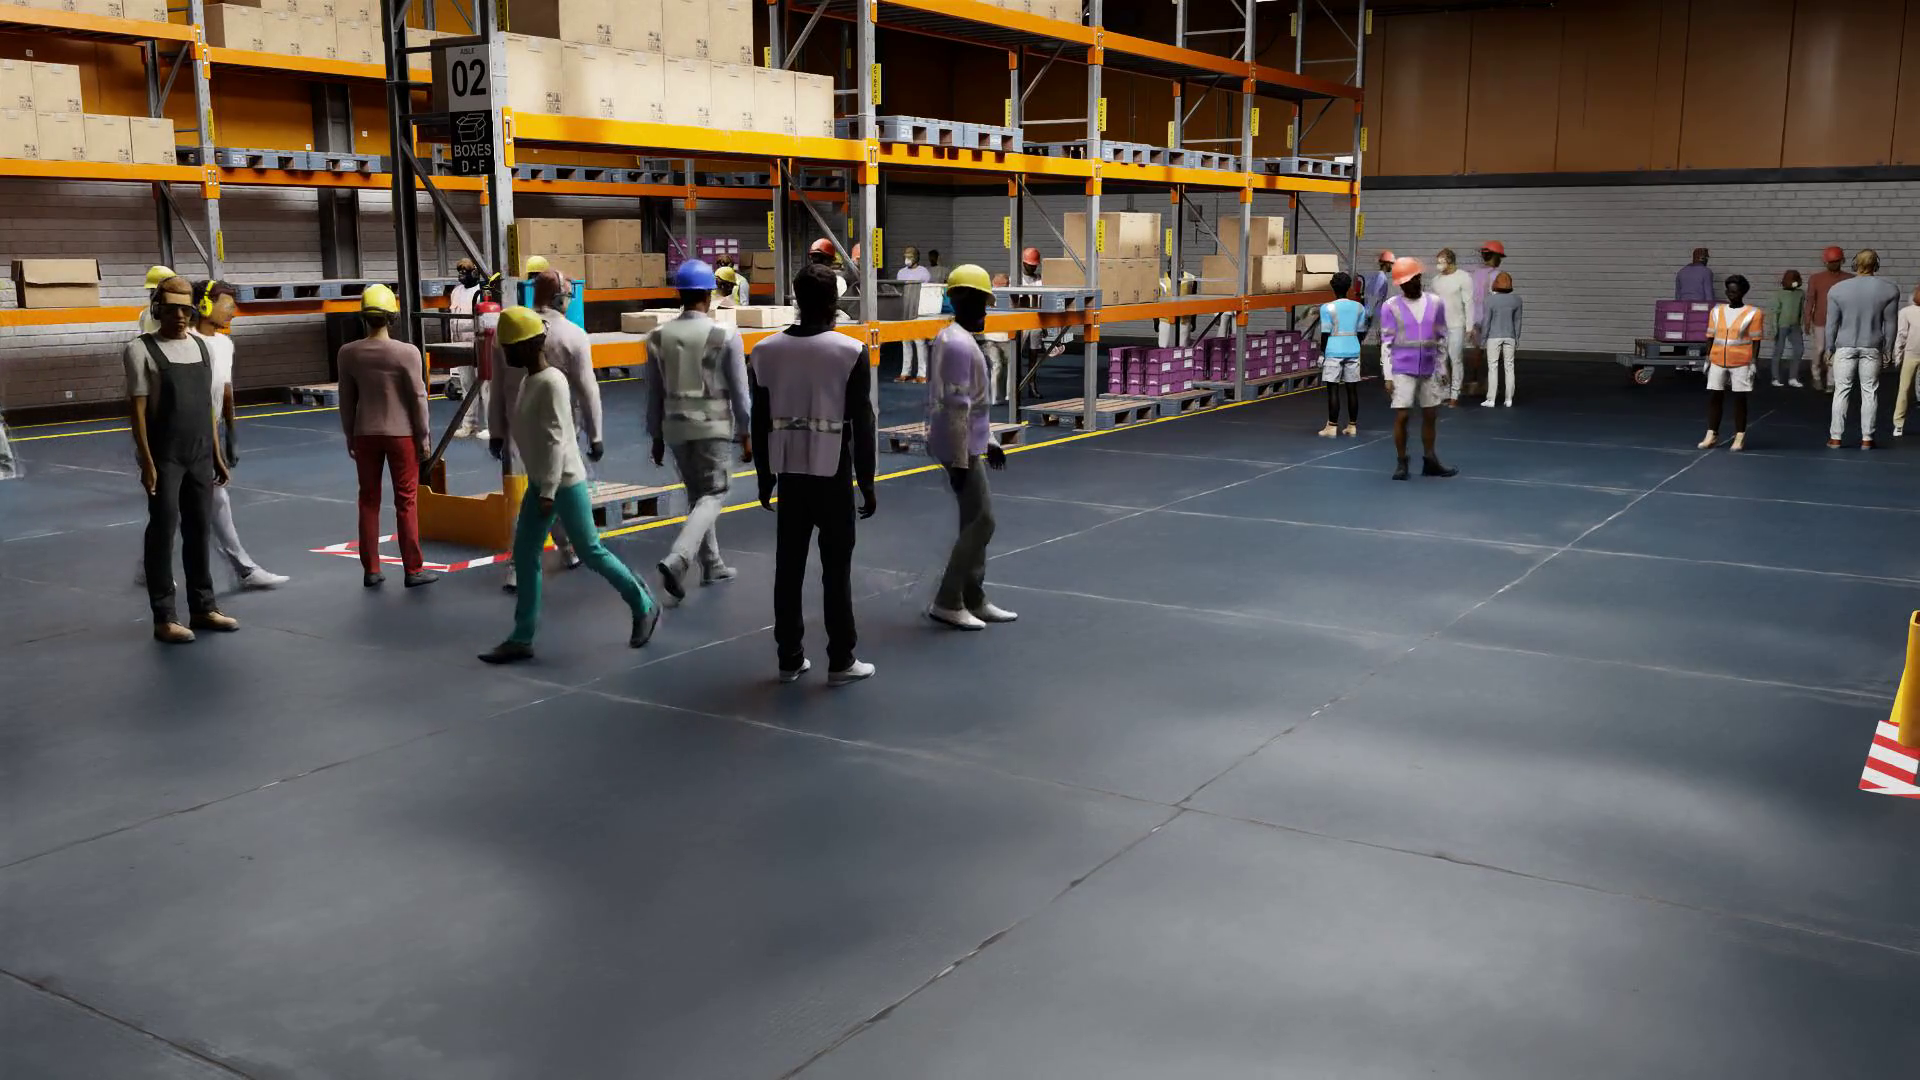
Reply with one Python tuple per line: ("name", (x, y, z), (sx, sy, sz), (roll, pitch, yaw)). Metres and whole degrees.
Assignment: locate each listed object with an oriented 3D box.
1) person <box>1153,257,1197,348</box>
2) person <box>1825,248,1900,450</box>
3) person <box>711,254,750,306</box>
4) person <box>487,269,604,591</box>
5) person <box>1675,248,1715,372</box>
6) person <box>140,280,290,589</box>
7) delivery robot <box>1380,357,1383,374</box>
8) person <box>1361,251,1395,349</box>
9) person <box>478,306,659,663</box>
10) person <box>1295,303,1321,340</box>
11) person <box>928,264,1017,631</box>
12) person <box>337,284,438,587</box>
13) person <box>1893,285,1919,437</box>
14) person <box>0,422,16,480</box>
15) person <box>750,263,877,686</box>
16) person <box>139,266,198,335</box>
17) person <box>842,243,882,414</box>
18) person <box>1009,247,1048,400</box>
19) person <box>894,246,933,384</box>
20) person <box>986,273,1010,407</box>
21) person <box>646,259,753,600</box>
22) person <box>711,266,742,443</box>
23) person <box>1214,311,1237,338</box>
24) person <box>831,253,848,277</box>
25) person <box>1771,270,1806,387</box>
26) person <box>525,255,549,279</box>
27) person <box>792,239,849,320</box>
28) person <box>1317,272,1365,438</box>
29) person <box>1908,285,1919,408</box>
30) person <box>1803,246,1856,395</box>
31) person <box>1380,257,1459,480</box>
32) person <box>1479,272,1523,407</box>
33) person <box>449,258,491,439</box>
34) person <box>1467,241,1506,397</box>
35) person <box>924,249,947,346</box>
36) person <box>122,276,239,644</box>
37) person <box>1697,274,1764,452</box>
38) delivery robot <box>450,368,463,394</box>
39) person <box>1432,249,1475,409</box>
("person", (2.988, -3.049, 23.107), (0.628, 1.837, 0.429), (0, 10, 0))
("person", (8.706, -1.839, 16.107), (0.631, 1.940, 0.372), (5, 11, 26))
("person", (-3.048, -2.802, 21.706), (0.621, 1.845, 0.429), (5, 11, 26))
("person", (-2.397, -0.657, 9.805), (0.665, 1.846, 1.023), (4, 11, 23))
("person", (11.321, -3.533, 25.589), (0.400, 1.903, 0.645), (-5, 11, -25))
("person", (-4.431, -0.590, 9.606), (0.954, 1.808, 0.552), (1, 10, 8))
("delivery robot", (6.134, -2.403, 22.801), (0.707, 0.478, 0.477), (-1, 10, -7))
("person", (6.348, -3.525, 25.718), (1.062, 1.858, 0.554), (-1, 10, -7))
("person", (-1.899, -0.280, 8.075), (0.868, 1.716, 0.575), (-7, 12, -34))
("person", (5.297, -3.358, 25.410), (0.445, 1.618, 0.557), (3, 11, 17))
("person", (0.069, -0.484, 8.697), (0.463, 1.898, 0.623), (-1, 10, -3))
("person", (-3.344, -0.601, 9.711), (0.533, 1.772, 0.298), (1, 10, 6))
("person", (9.884, -1.859, 17.092), (0.497, 1.626, 0.284), (4, 11, 23))
("person", (-8.387, -1.329, 13.856), (0.831, 1.706, 0.511), (-7, 12, -35))
("person", (-0.667, -0.288, 7.573), (0.597, 1.915, 0.369), (4, 11, 20))
("person", (-6.245, -1.255, 13.207), (0.590, 1.823, 0.404), (3, 11, 14))
("person", (-1.135, -2.428, 19.210), (0.396, 1.992, 0.622), (10, 14, 43))
("person", (0.876, -2.744, 21.150), (0.544, 1.927, 0.385), (-4, 11, -21))
("person", (-0.671, -3.173, 23.497), (0.632, 1.940, 0.372), (8, 13, 38))
("person", (0.542, -2.435, 20.296), (0.560, 1.612, 0.485), (9, 14, 42))
("person", (-1.506, -0.626, 9.449), (0.616, 1.922, 0.880), (4, 11, 23))
("person", (-2.356, -1.846, 16.643), (0.334, 1.760, 0.523), (-10, 14, -43))
("person", (4.045, -3.382, 24.840), (0.568, 1.878, 0.352), (-3, 11, -14))
("person", (-1.928, -3.669, 26.570), (0.623, 1.817, 0.427), (4, 11, 20))
("person", (11.417, -2.897, 22.849), (0.534, 1.610, 0.598), (-2, 10, -9))
("person", (-4.059, -1.797, 16.042), (0.589, 1.884, 0.978), (2, 10, 11))
("person", (-1.368, -1.982, 16.632), (0.605, 2.034, 0.388), (4, 11, 21))
("person", (3.901, -1.891, 17.054), (0.535, 1.699, 0.322), (-4, 11, -21))
("person", (11.613, -2.458, 19.856), (0.606, 1.820, 0.589), (7, 12, 33))
("person", (11.561, -2.933, 22.134), (0.632, 1.959, 0.983), (4, 11, 22))
("person", (3.910, -1.430, 14.010), (0.776, 1.884, 0.398), (-2, 10, -8))
("person", (6.570, -2.430, 20.223), (0.498, 1.634, 0.280), (-1, 10, -5))
("person", (-4.983, -1.957, 17.026), (0.636, 1.842, 0.429), (6, 12, 30))
("person", (6.847, -2.840, 21.467), (0.591, 2.012, 0.600), (-3, 11, -17))
("person", (-0.493, -4.659, 31.988), (0.550, 1.848, 0.449), (4, 11, 23))
("person", (-3.956, -0.410, 8.458), (0.350, 1.842, 0.506), (5, 11, 26))
("person", (7.417, -1.700, 16.004), (0.317, 1.695, 0.540), (-9, 14, -42))
("delivery robot", (-6.109, -2.096, 21.101), (0.477, 0.478, 0.707), (6, 12, 32))
("person", (5.947, -2.550, 20.134), (0.365, 1.916, 0.697), (-6, 12, -30))
